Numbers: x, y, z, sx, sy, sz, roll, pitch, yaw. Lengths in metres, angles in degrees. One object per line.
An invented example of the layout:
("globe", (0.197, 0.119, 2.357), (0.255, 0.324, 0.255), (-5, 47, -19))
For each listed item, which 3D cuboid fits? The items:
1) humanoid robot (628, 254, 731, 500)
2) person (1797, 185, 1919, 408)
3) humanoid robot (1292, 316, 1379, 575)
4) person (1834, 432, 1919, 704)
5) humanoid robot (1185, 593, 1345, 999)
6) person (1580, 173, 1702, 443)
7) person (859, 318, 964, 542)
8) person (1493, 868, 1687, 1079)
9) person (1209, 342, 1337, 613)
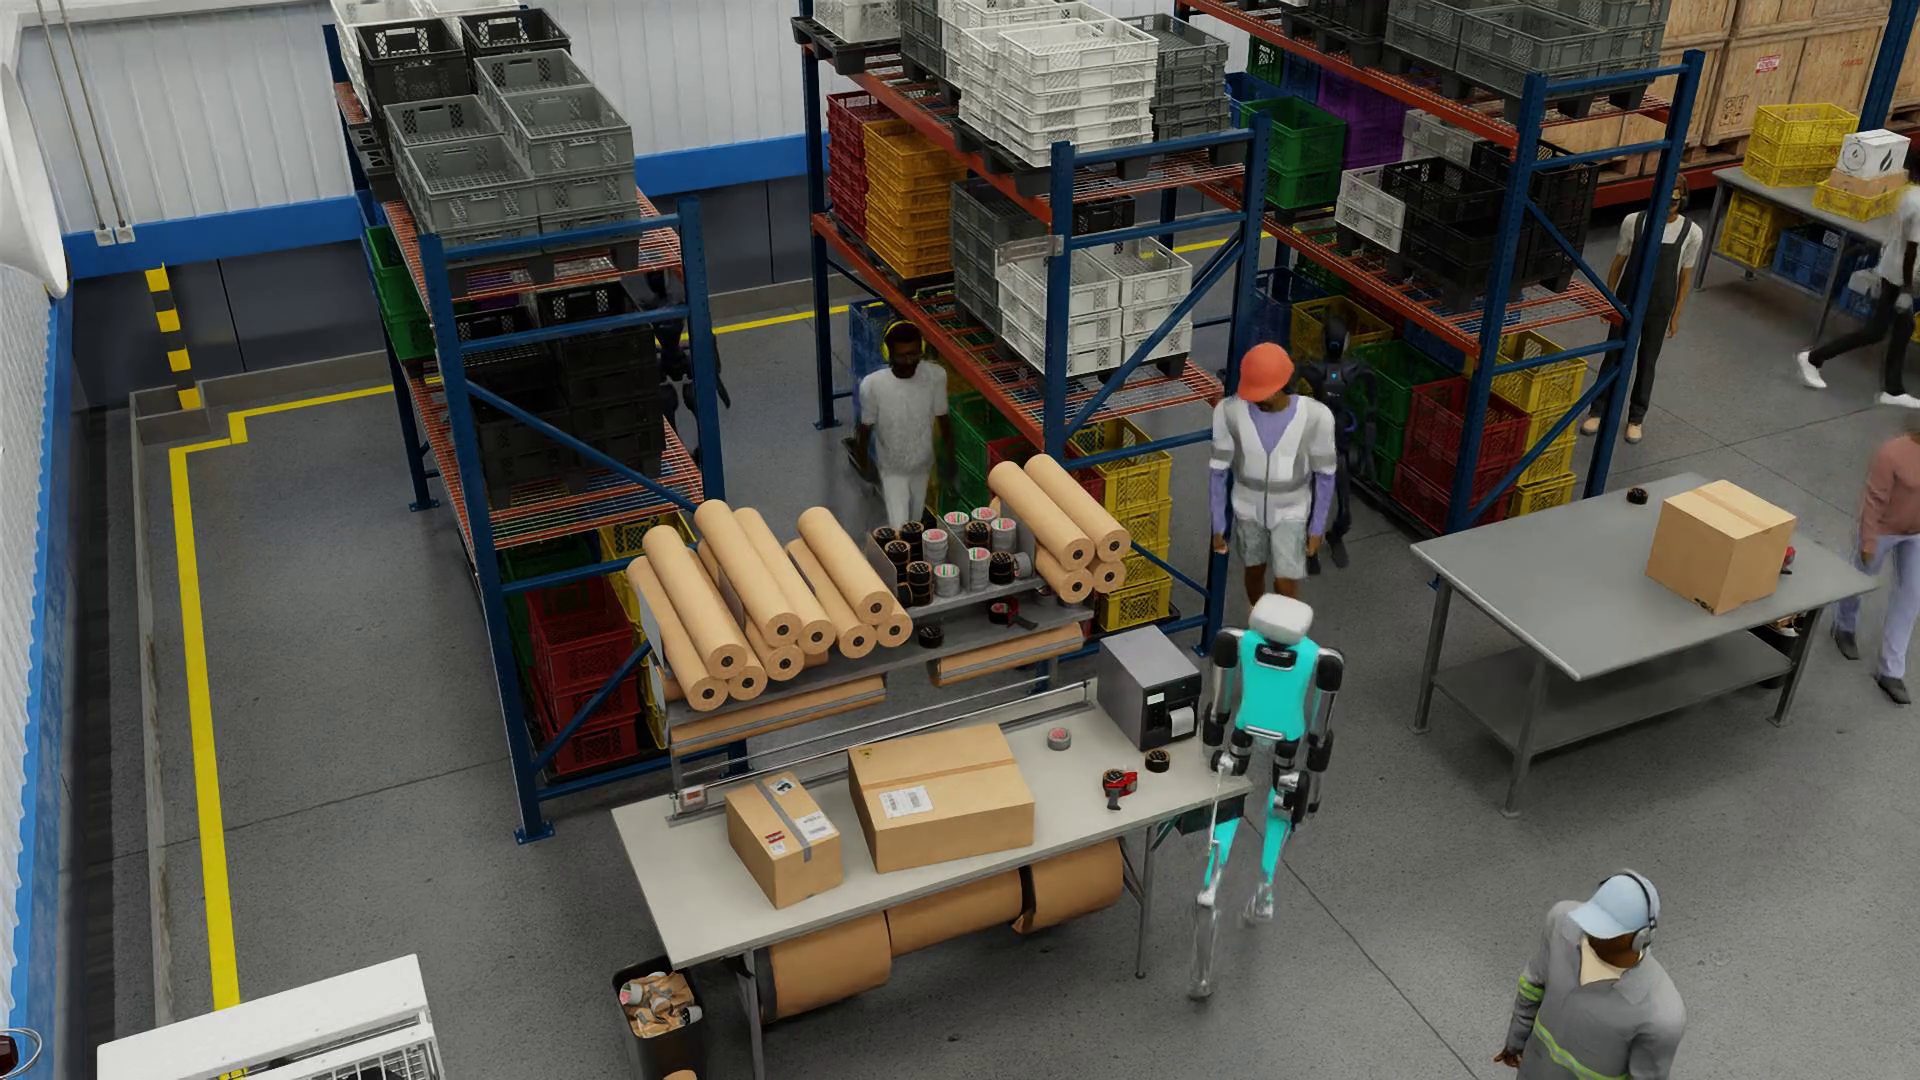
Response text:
("humanoid robot", (-1.731, -0.997, 10.264), (0.608, 1.634, 0.488), (-4, 32, -6))
("person", (6.408, -1.801, 11.408), (0.838, 1.835, 0.557), (15, 35, 23))
("humanoid robot", (2.095, -0.540, 9.508), (0.585, 1.636, 0.376), (3, 32, 5))
("person", (4.888, -0.002, 8.578), (0.532, 1.715, 0.804), (3, 32, 4))
("humanoid robot", (1.153, 1.162, 6.739), (0.530, 1.782, 1.024), (12, 34, 19))
("person", (4.491, -1.524, 10.942), (0.503, 1.846, 0.346), (14, 34, 22))
("person", (-0.236, -0.313, 8.983), (0.512, 1.842, 0.807), (-14, 34, -21))
("person", (2.023, 1.808, 5.525), (0.366, 1.852, 0.589), (-14, 34, -21))
("person", (1.574, -0.117, 8.537), (0.636, 1.974, 0.910), (11, 33, 18))
